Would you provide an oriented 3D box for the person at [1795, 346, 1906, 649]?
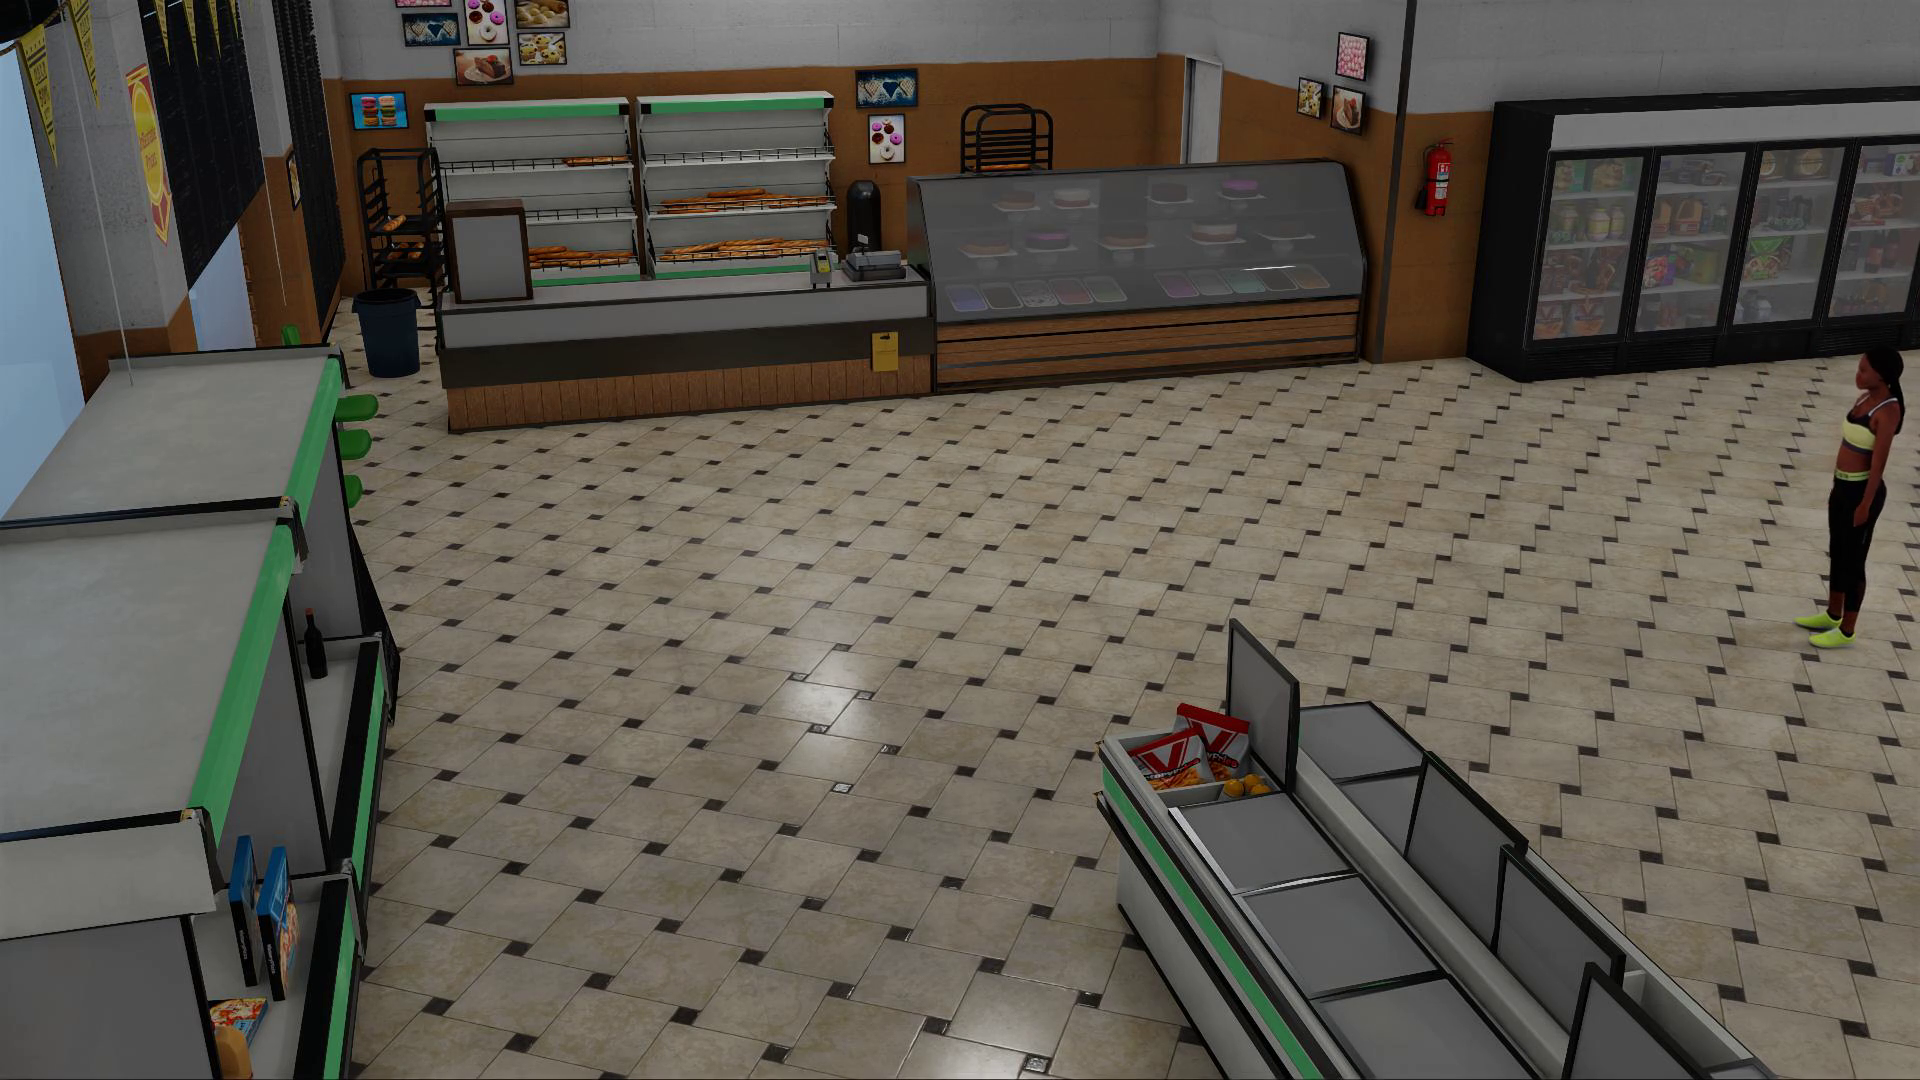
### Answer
[{"bbox_3d":[5.102,-0.243,9.421,0.691,1.753,0.570,3,22,7],"label":"person"}]
